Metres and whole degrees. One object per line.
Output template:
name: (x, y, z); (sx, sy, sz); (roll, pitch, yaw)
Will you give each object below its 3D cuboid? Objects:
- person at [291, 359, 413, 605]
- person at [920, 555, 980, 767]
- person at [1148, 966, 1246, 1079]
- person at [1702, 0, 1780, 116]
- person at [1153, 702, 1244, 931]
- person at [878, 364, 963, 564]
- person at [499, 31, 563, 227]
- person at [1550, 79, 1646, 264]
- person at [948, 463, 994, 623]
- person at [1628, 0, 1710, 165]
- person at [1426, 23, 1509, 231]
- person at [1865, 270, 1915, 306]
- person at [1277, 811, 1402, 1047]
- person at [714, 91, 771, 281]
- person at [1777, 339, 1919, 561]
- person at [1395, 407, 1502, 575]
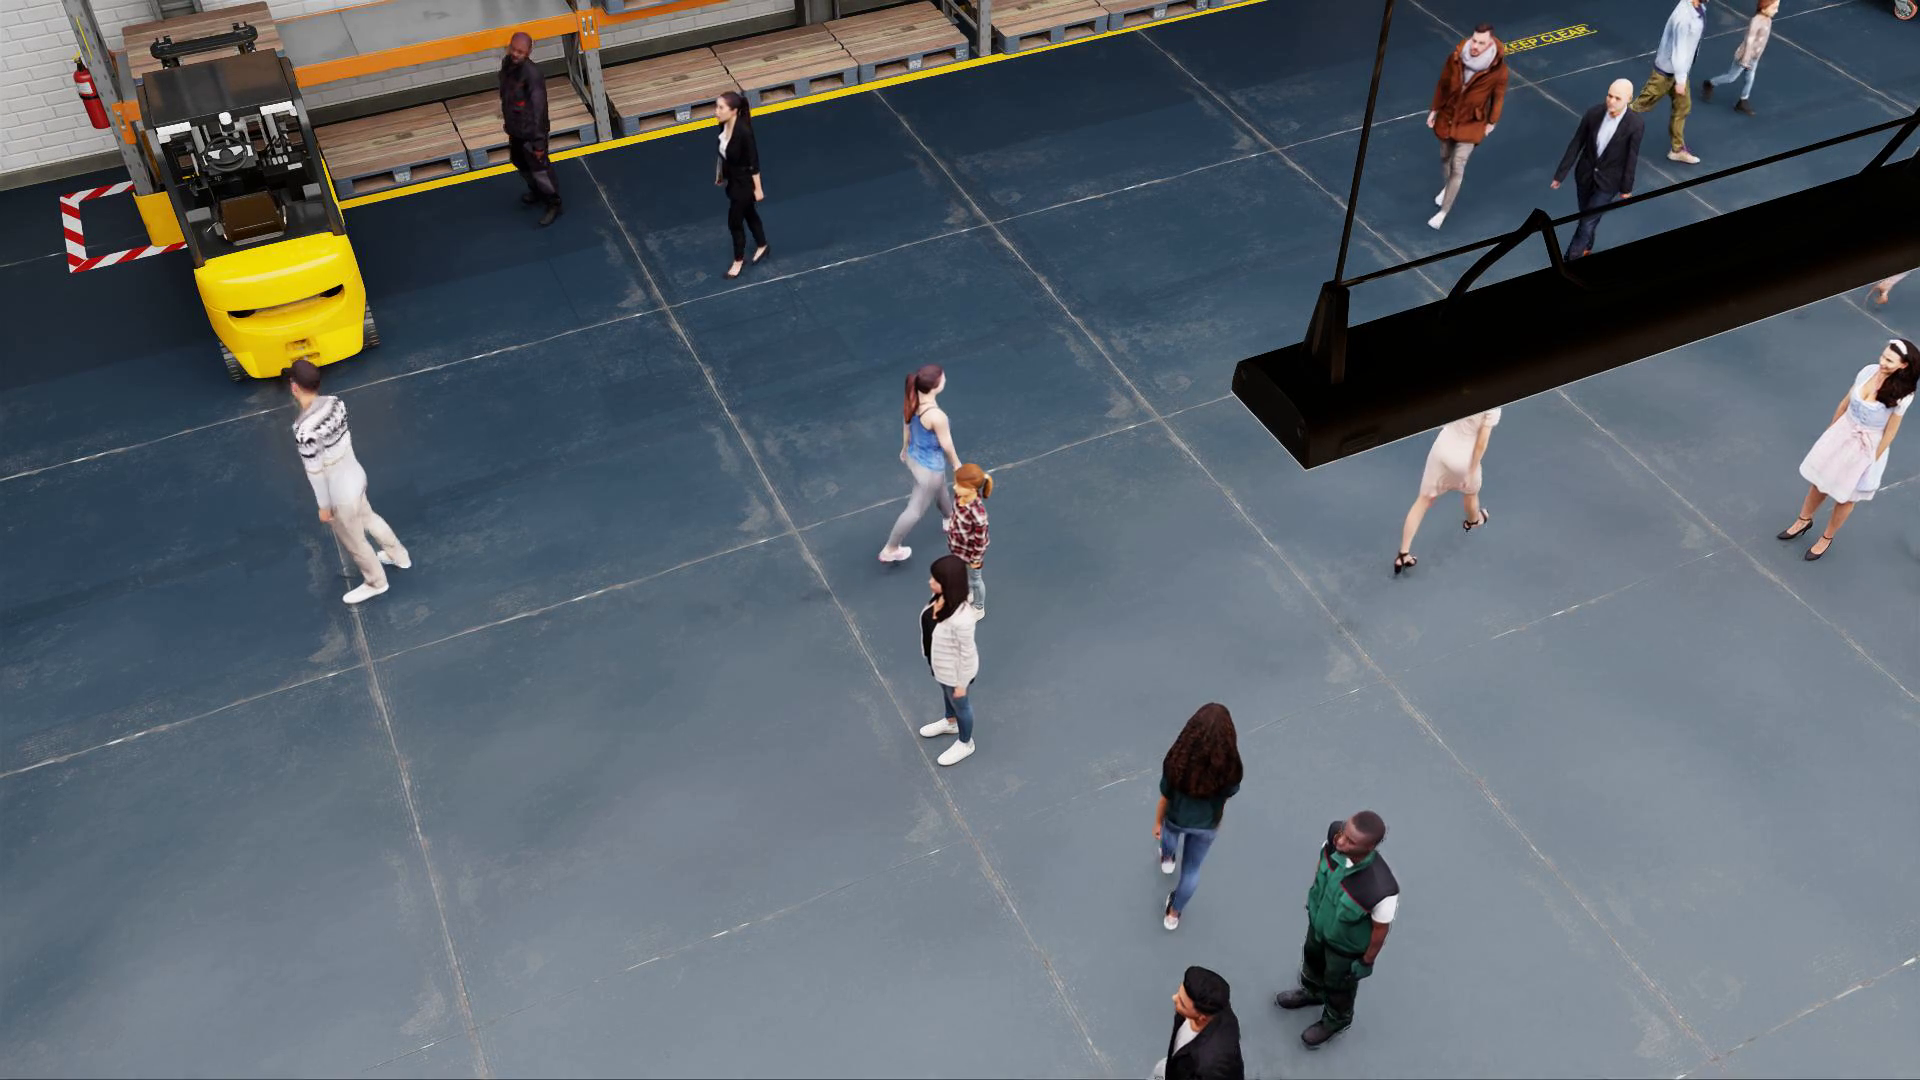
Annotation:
person: (-4.052, -0.336, 10.860); (0.804, 1.828, 0.818); (-11, 45, -11)
person: (-0.046, 0.695, 9.916); (0.540, 1.638, 0.609); (-16, 46, -16)
person: (1.216, 2.580, 7.825); (0.895, 1.792, 0.853); (-1, 44, -1)
person: (7.477, -4.659, 15.867); (0.774, 1.180, 0.625); (-27, 50, -25)
person: (1.264, 1.568, 9.030); (0.891, 1.596, 0.913); (9, 44, 9)
person: (-0.290, -0.468, 11.186); (1.052, 1.569, 0.611); (-23, 48, -22)
person: (-3.694, -3.539, 14.251); (0.796, 1.788, 0.914); (-24, 49, -23)
person: (5.287, -2.996, 13.701); (1.001, 1.760, 1.248); (33, 53, 30)
person: (0.063, 0.012, 10.873); (0.504, 1.305, 0.521); (-16, 46, -16)
person: (6.308, -4.239, 15.002); (1.137, 1.767, 1.231); (25, 49, 24)
person: (4.355, -3.640, 14.352); (1.003, 1.795, 1.193); (29, 51, 27)
person: (7.877, -2.572, 13.265); (1.162, 1.748, 0.808); (-5, 44, -5)
person: (1.953, 1.957, 8.446); (0.576, 1.837, 0.679); (-16, 46, -16)
person: (-1.731, -2.976, 13.765); (0.808, 1.642, 0.700); (-26, 49, -25)
person: (5.989, -0.606, 11.152); (0.697, 1.817, 0.684); (-16, 46, -16)
person: (3.214, -0.479, 11.055); (1.181, 1.766, 0.756); (-29, 51, -27)
